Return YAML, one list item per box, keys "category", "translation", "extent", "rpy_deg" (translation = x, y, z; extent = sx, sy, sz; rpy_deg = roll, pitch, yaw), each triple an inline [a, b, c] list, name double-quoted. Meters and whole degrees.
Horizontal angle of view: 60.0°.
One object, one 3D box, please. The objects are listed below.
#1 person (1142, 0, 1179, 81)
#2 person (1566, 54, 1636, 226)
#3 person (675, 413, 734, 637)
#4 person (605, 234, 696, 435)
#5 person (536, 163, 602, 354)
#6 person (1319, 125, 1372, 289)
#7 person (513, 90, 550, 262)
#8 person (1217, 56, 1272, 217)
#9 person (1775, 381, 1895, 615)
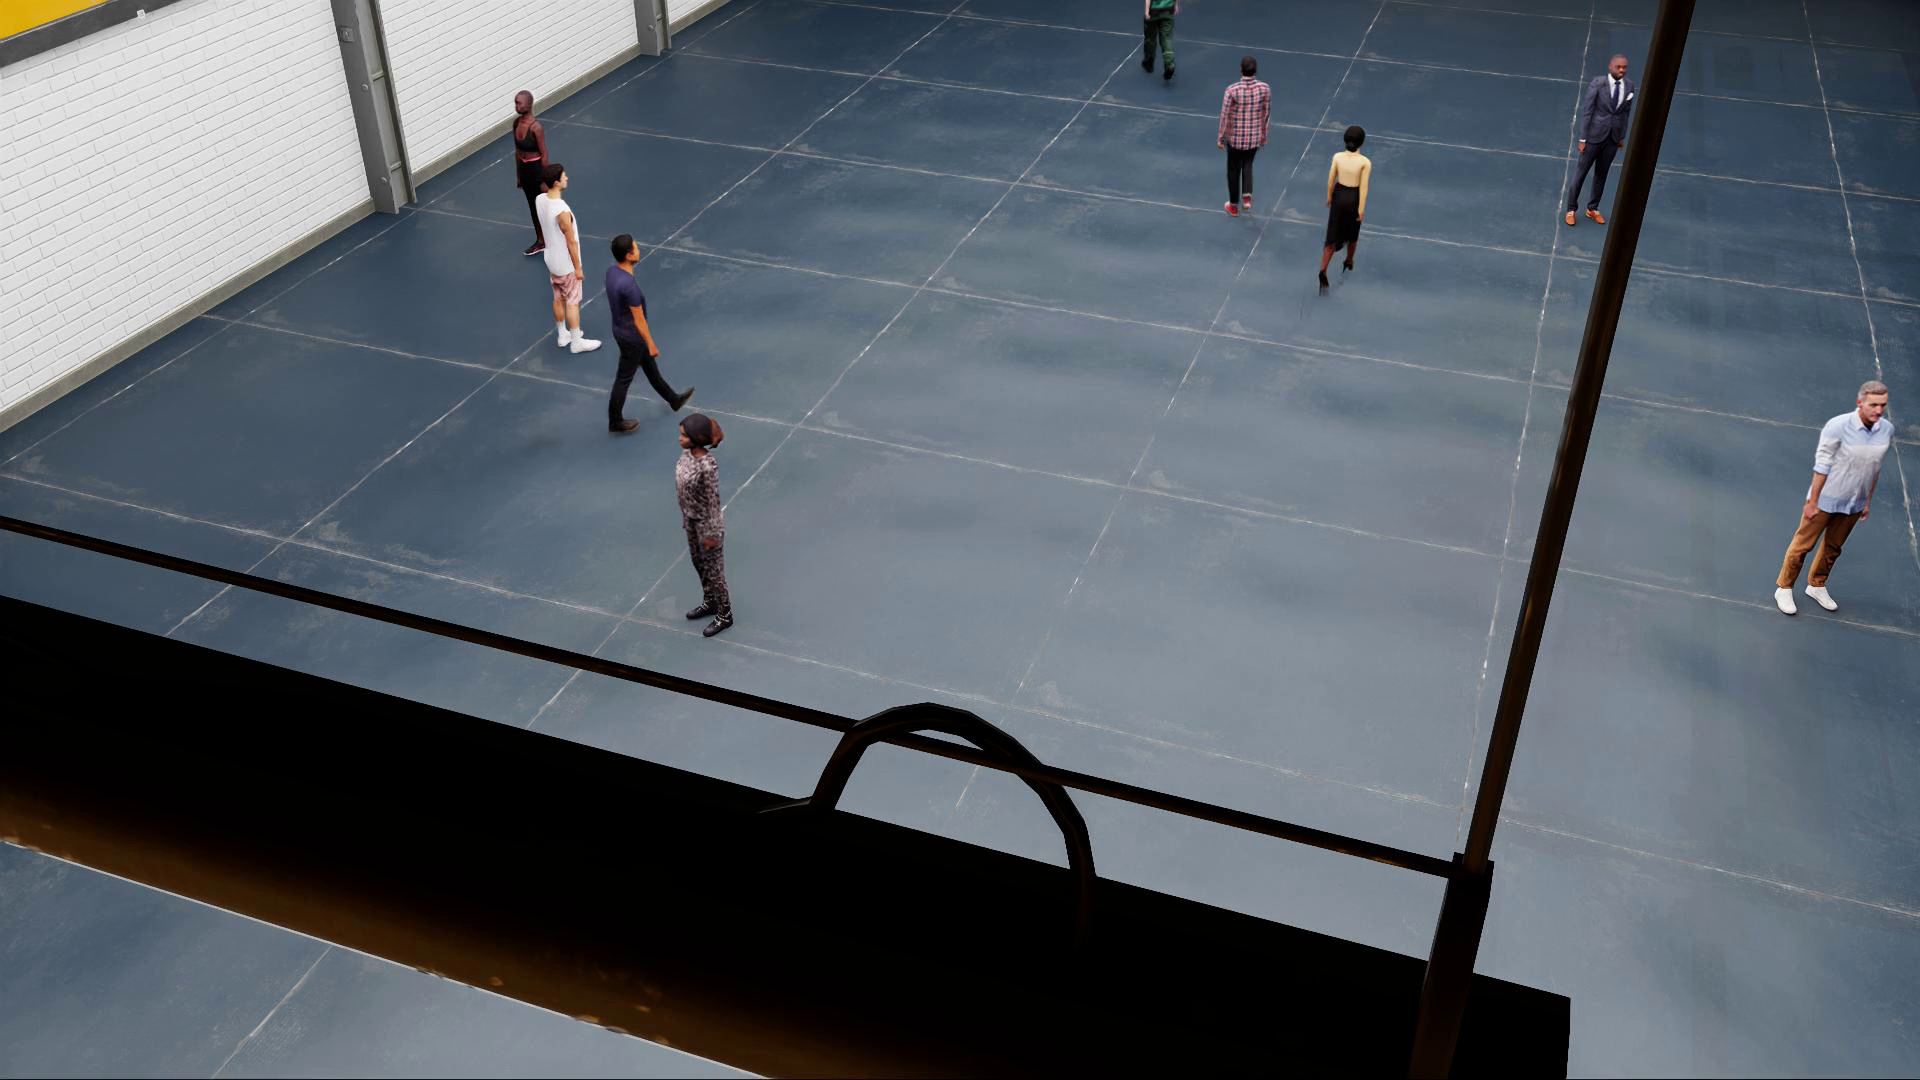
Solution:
- category: "person"
  translation: [2.658, -6.935, 21.778]
  extent: [1.038, 1.817, 1.201]
  rpy_deg: [-8, 34, -12]
- category: "person"
  translation: [6.867, -4.307, 17.817]
  extent: [0.781, 1.824, 0.771]
  rpy_deg: [-3, 34, -5]
- category: "person"
  translation: [-1.788, -0.117, 11.612]
  extent: [0.723, 1.714, 0.681]
  rpy_deg: [-21, 39, -28]
- category: "person"
  translation: [-2.846, -1.677, 13.921]
  extent: [1.150, 1.757, 1.079]
  rpy_deg: [-15, 37, -22]
- category: "person"
  translation: [-3.655, -2.583, 15.257]
  extent: [0.724, 1.787, 0.731]
  rpy_deg: [-27, 42, -34]
- category: "person"
  translation: [3.764, -3.246, 16.410]
  extent: [0.704, 1.614, 1.044]
  rpy_deg: [19, 38, 26]
- category: "person"
  translation: [-4.339, -3.740, 17.024]
  extent: [0.644, 1.758, 0.611]
  rpy_deg: [21, 39, 28]
- category: "person"
  translation: [3.074, -4.313, 17.889]
  extent: [0.814, 1.755, 0.824]
  rpy_deg: [-6, 34, -9]
- category: "person"
  translation: [6.234, -0.321, 11.816]
  extent: [0.767, 1.828, 0.755]
  rpy_deg: [-5, 34, -7]
